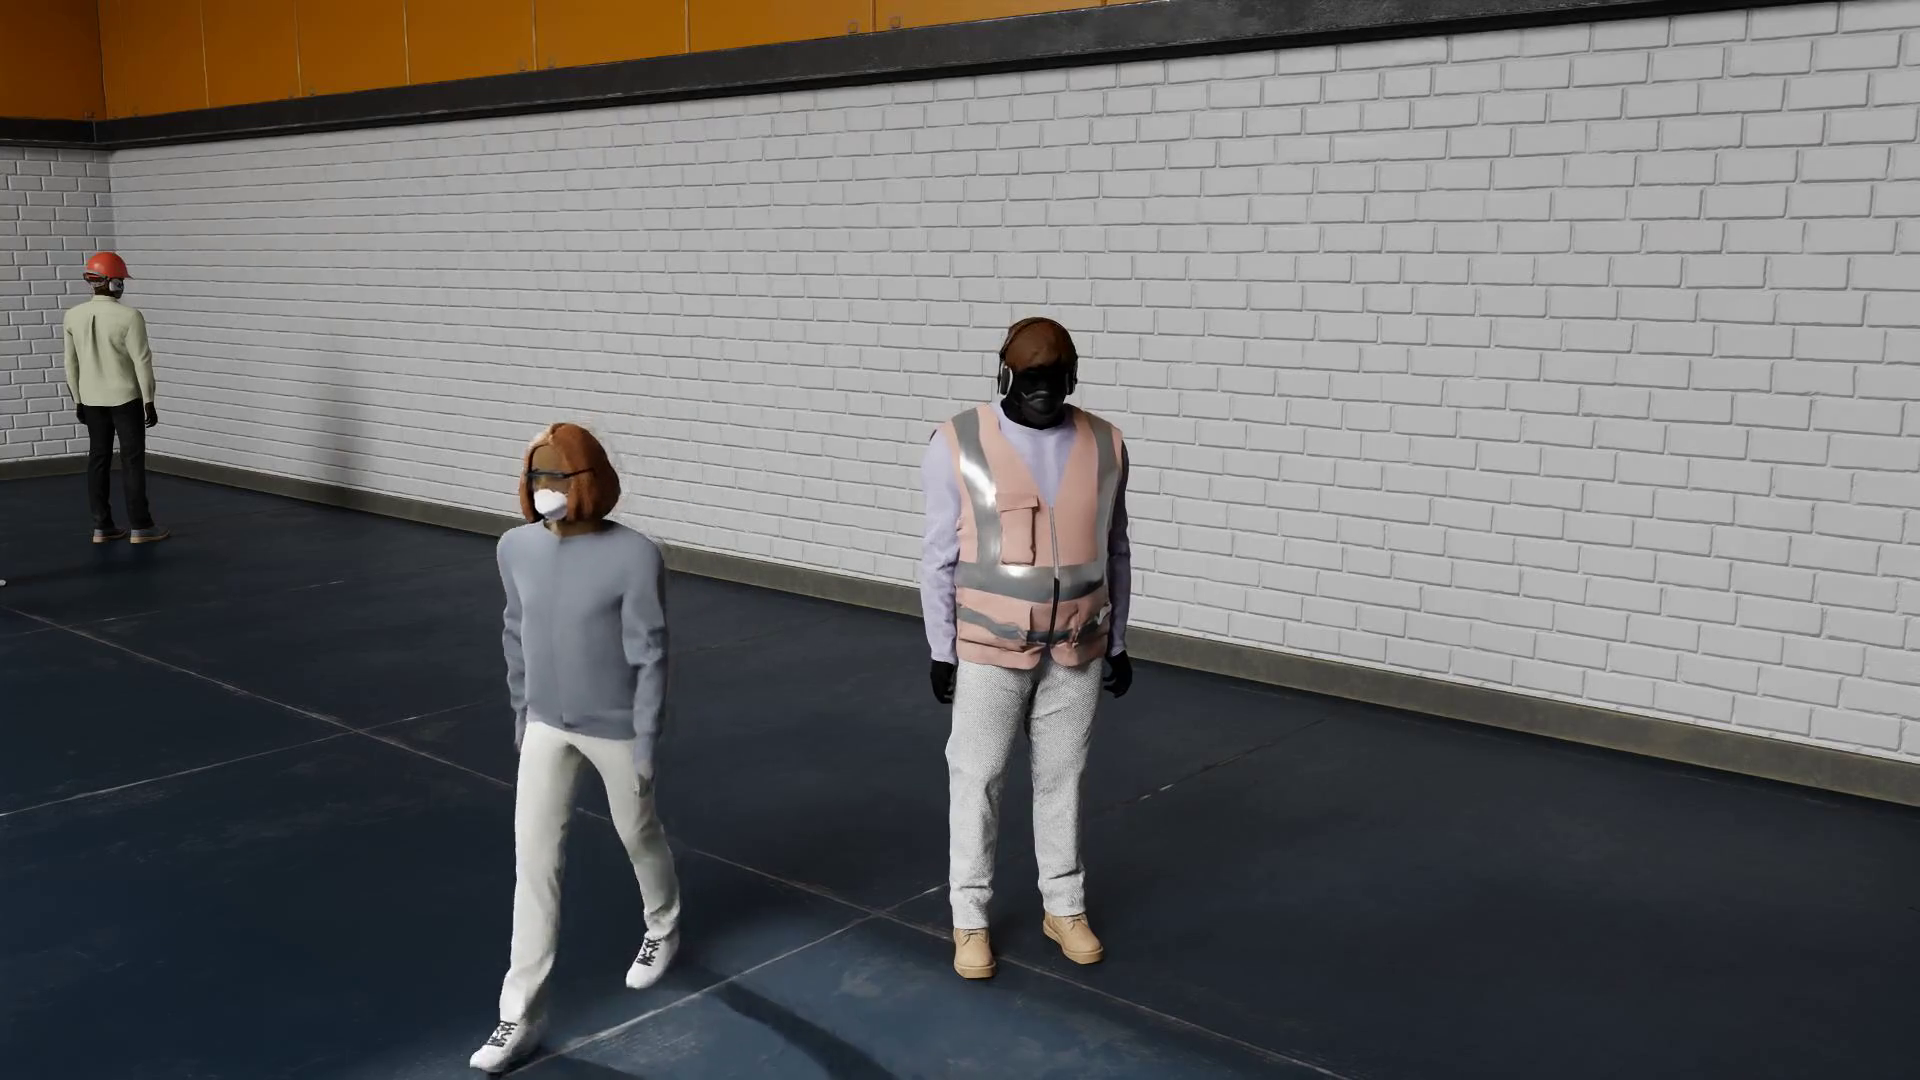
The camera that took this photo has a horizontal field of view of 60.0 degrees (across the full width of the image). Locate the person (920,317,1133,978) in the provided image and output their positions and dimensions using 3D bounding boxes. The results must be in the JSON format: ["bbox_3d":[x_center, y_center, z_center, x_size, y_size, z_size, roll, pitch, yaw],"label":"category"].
[{"bbox_3d":[0.200,0.300,4.661,0.622,1.838,0.429,-3,10,-16],"label":"person"}]

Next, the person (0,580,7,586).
[{"bbox_3d":[-5.893,-0.496,9.746,0.307,1.641,0.512,1,10,3],"label":"person"}]

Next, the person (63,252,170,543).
[{"bbox_3d":[-5.809,-0.972,11.444,0.622,1.992,0.394,2,10,9],"label":"person"}]

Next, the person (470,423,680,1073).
[{"bbox_3d":[-0.968,0.485,4.296,0.516,1.583,0.852,3,10,18],"label":"person"}]
